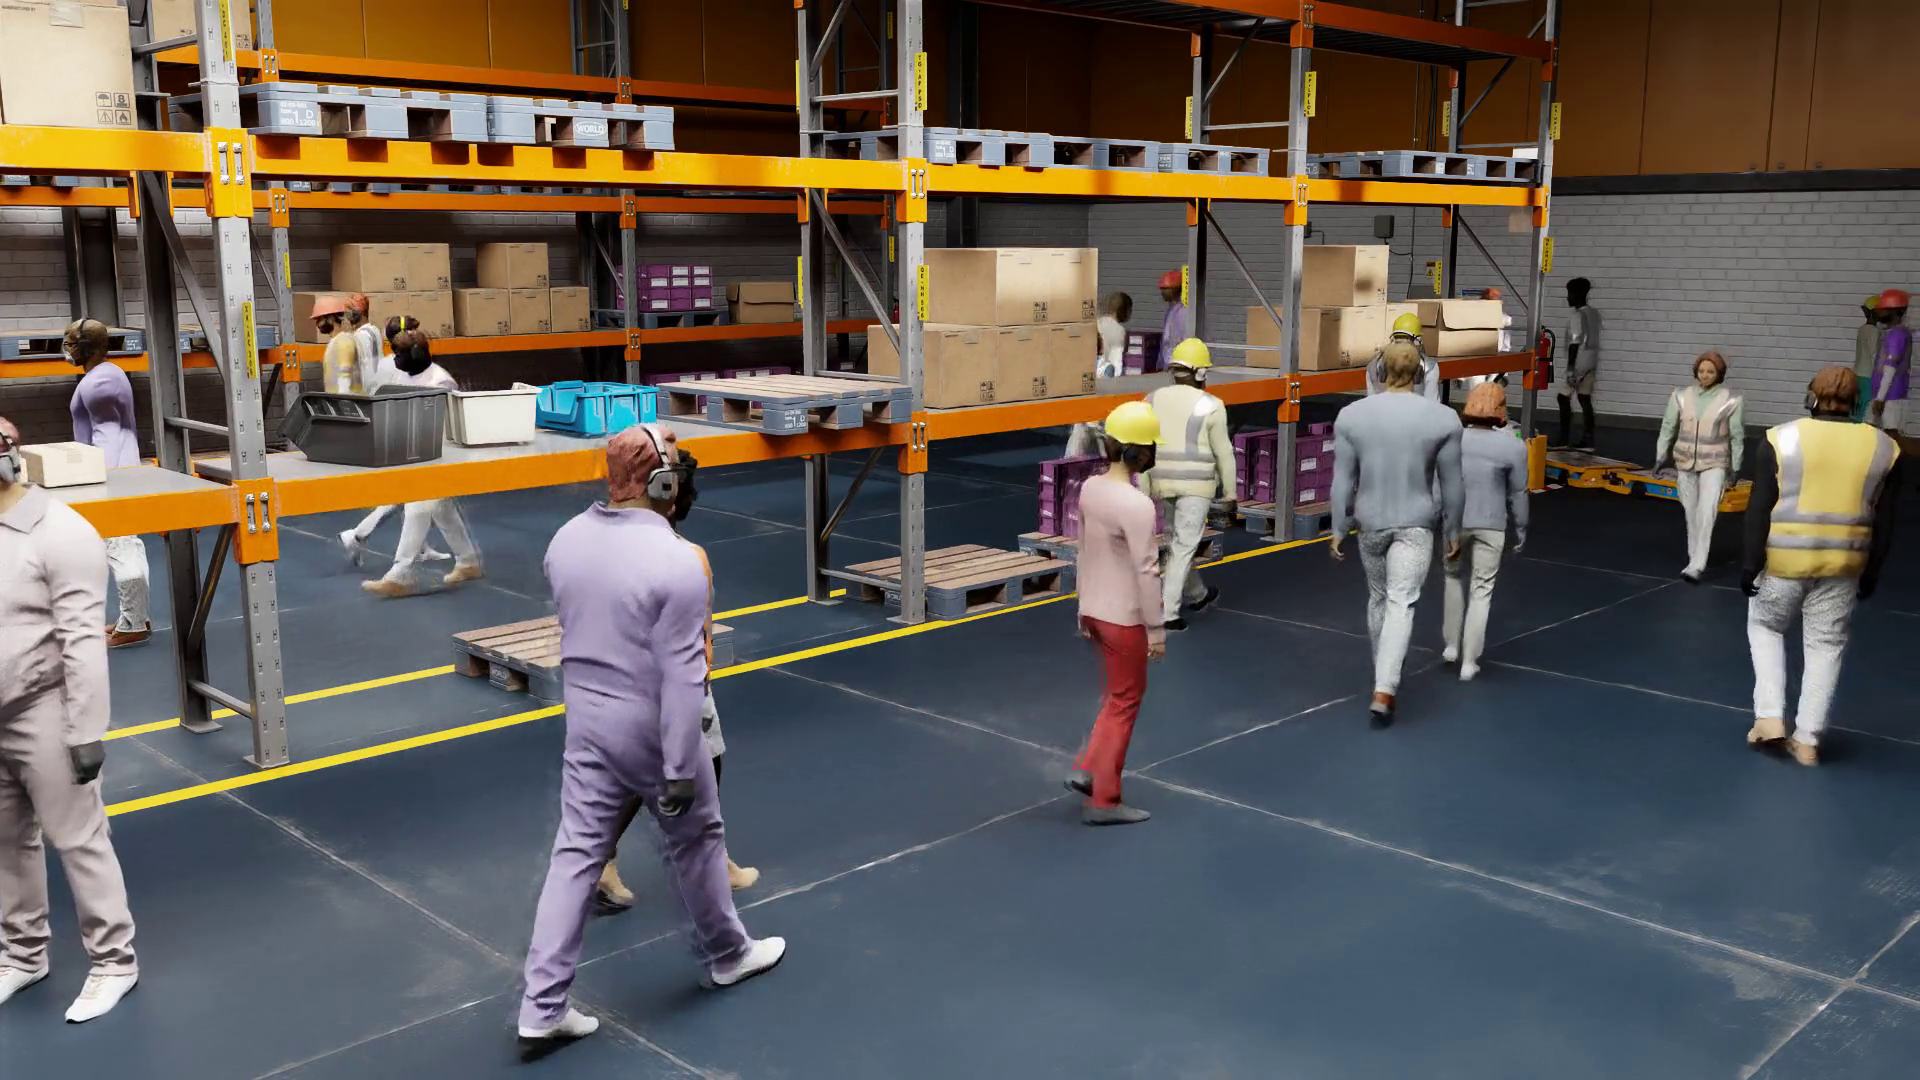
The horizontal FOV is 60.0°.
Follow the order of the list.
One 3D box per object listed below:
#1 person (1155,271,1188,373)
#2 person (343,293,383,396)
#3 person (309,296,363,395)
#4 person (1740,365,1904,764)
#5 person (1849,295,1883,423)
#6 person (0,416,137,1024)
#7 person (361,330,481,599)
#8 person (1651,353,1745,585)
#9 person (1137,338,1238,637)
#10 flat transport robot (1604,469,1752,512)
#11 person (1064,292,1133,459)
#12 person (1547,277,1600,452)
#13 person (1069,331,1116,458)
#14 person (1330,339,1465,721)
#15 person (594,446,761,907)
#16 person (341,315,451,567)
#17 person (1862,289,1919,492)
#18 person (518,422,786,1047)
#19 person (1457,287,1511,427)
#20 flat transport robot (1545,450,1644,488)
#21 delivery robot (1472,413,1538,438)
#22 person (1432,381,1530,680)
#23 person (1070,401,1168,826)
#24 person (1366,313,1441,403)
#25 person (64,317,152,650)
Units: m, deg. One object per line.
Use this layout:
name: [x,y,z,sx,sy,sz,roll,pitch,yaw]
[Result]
person: [2.245,-1.953,18.372,0.957,2.006,0.644,-1,10,-7]
person: [-5.430,-1.314,15.229,0.354,1.886,0.573,-2,11,-11]
person: [-5.342,-1.188,14.567,0.982,1.887,0.580,-7,12,-33]
person: [3.909,0.112,7.633,0.643,1.822,0.497,2,11,12]
person: [9.805,-1.754,17.949,0.304,1.772,0.525,2,11,10]
person: [-2.884,0.546,5.077,0.644,1.896,0.398,3,11,14]
person: [-3.654,-0.530,11.264,0.974,1.781,0.609,-10,14,-44]
person: [5.120,-0.495,11.564,0.533,1.595,0.861,10,14,43]
person: [1.432,-0.340,10.206,0.607,1.780,0.904,10,14,43]
flat transport robot: [6.611,-0.467,15.018,0.652,0.197,1.431,-5,11,-24]
person: [1.405,-1.406,15.790,1.052,1.872,0.688,-5,11,-24]
person: [6.911,-1.959,18.599,0.724,1.937,0.584,-10,14,-43]
person: [1.200,-1.027,14.435,0.818,1.607,0.521,-10,14,-43]
person: [2.195,-0.063,8.404,0.648,1.902,0.987,5,11,24]
person: [-1.064,0.502,5.894,0.672,1.677,0.542,-10,14,-43]
person: [-4.118,-0.697,12.031,0.763,1.844,0.540,-8,13,-37]
person: [8.759,-1.377,15.517,0.860,1.915,0.544,5,11,24]
person: [-0.988,0.572,5.045,0.657,1.863,0.996,7,12,33]
person: [5.700,-1.844,18.204,0.605,1.858,0.607,-3,11,-15]
flat transport robot: [6.022,-0.708,16.336,0.652,0.197,1.431,-3,11,-14]
delivery robot: [5.678,-1.085,17.358,0.477,0.478,0.707,-5,11,-26]
person: [2.849,-0.066,9.149,0.539,1.610,0.609,5,11,24]
person: [0.674,0.308,6.763,0.388,1.747,0.547,-4,11,-22]
person: [3.362,-0.803,12.625,0.587,1.827,0.403,9,14,41]
person: [-4.967,-0.328,9.712,0.351,1.936,0.634,-4,11,-19]
